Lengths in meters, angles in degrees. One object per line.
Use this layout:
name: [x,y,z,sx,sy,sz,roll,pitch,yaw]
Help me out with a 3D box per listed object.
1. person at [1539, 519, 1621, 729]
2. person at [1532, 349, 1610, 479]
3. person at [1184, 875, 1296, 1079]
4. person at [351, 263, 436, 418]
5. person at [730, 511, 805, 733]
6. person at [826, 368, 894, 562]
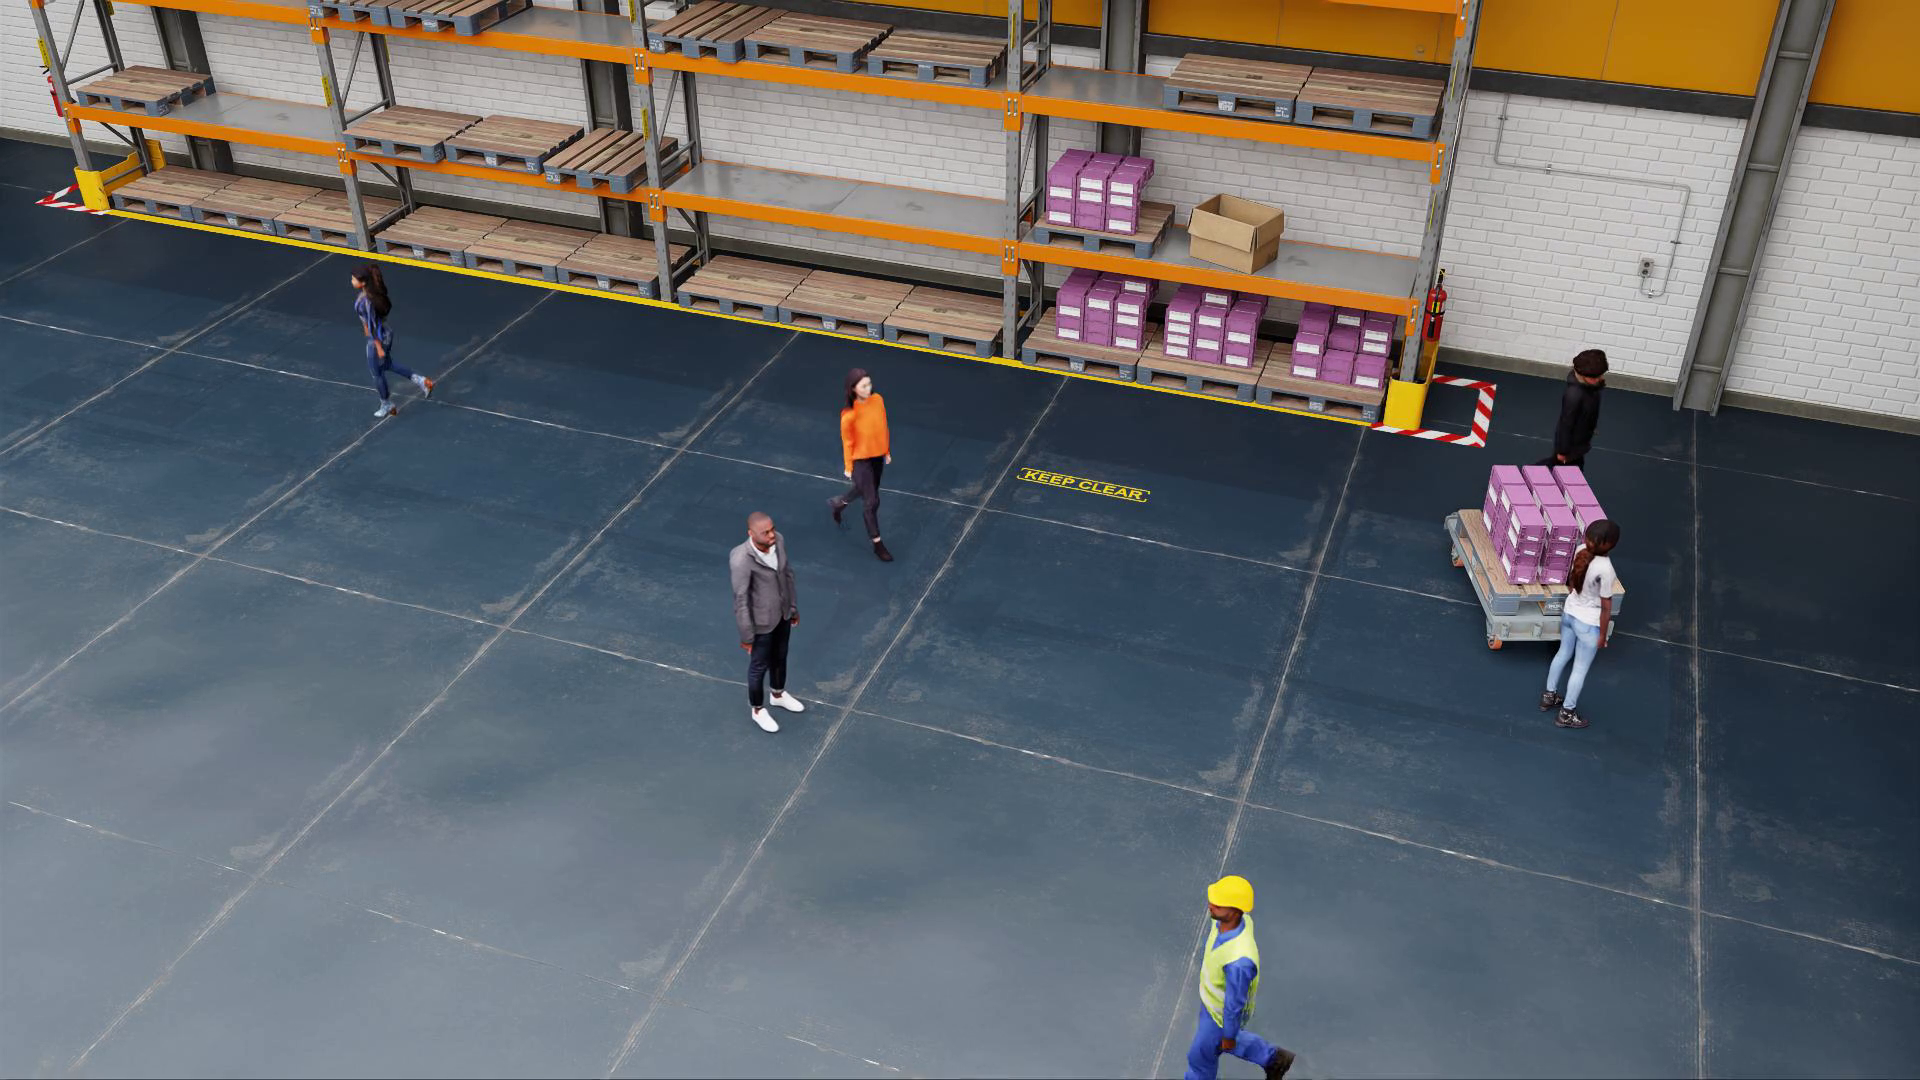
person: [4.499,0.585,12.005,0.705,1.719,0.672,-9,35,-13]
person: [5.151,-0.890,14.209,1.183,1.734,0.831,14,36,20]
person: [1.513,2.512,9.039,1.118,1.793,0.907,-1,34,-2]
person: [-5.462,-1.905,15.859,0.958,1.599,0.829,-5,34,-8]
person: [-1.401,0.549,11.972,0.679,1.814,0.768,21,39,28]
person: [-0.848,-0.686,13.909,1.133,1.728,0.841,24,40,31]
